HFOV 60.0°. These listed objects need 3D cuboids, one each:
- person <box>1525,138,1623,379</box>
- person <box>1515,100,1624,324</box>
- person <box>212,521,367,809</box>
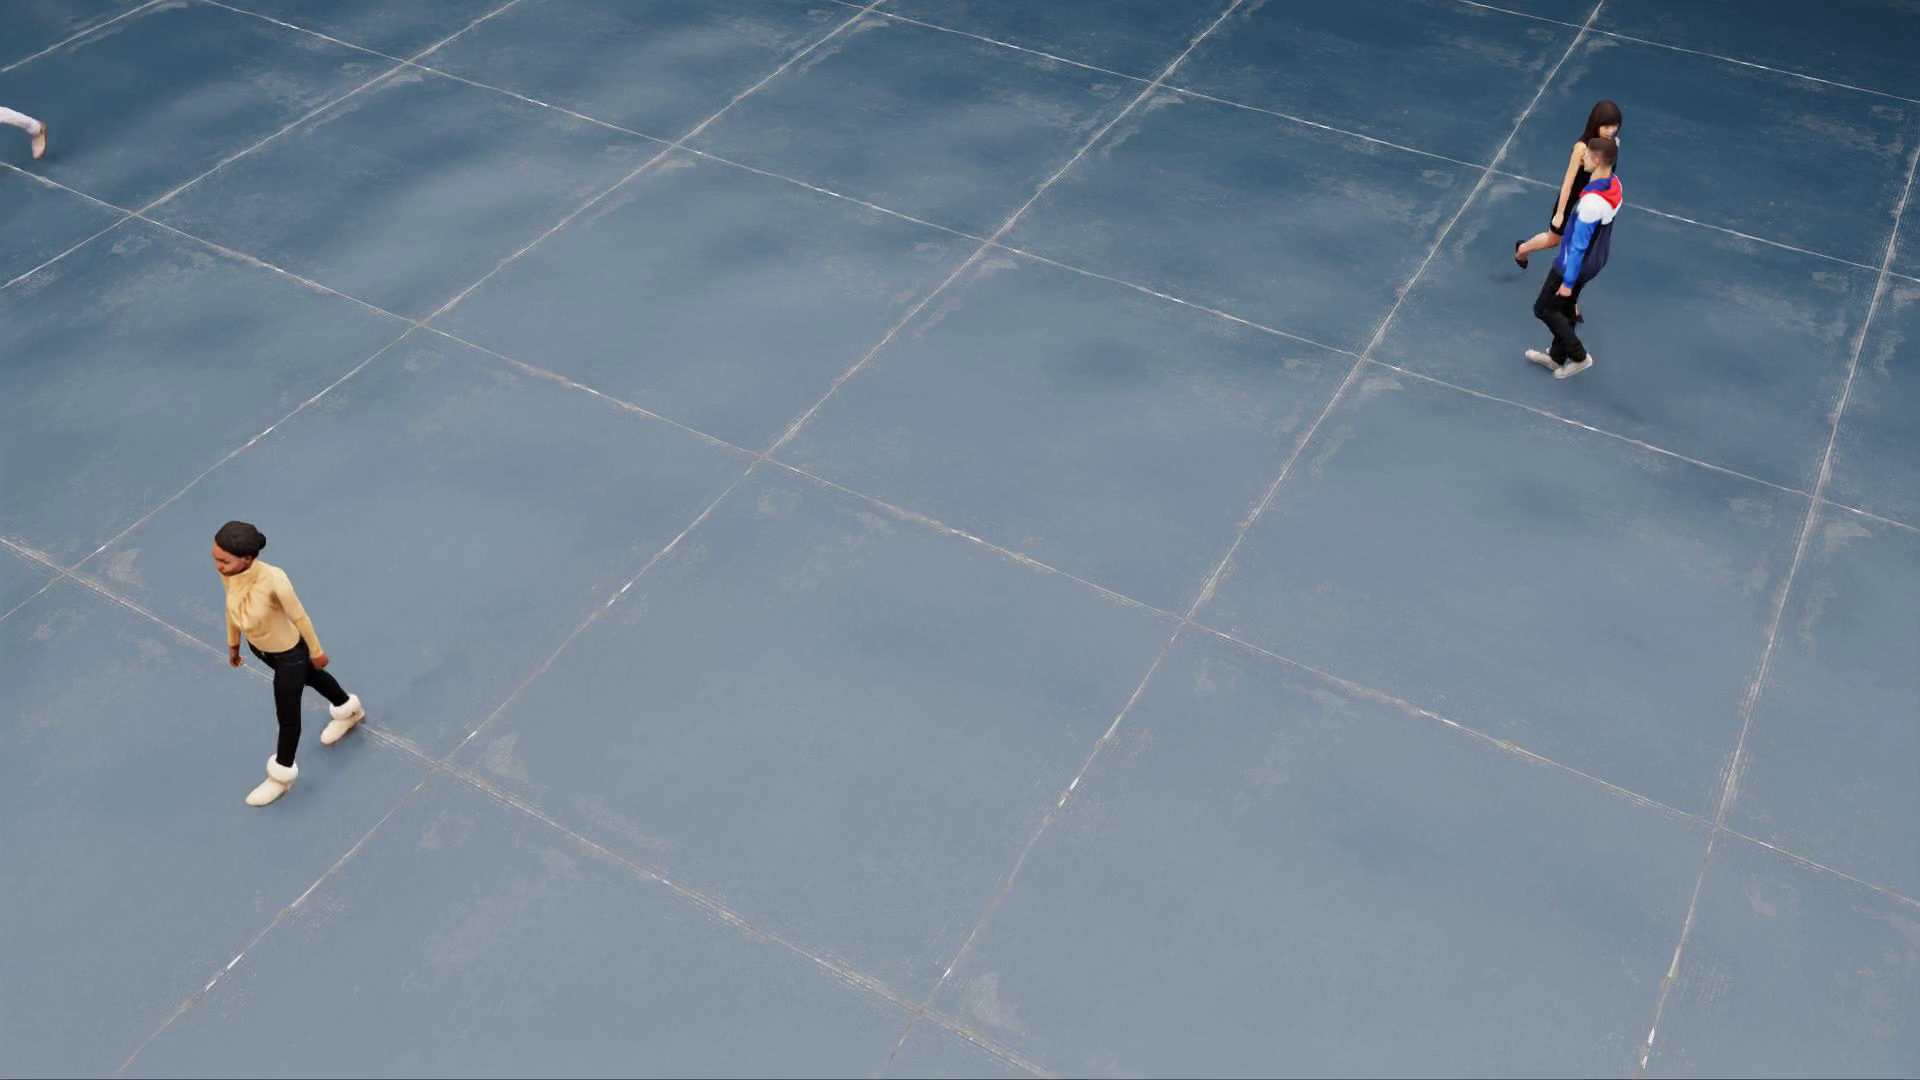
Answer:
[{"bbox_3d":[4.134,-1.788,10.899,0.766,1.744,0.702,29,50,28],"label":"person"},{"bbox_3d":[4.251,-2.359,11.619,1.033,1.619,1.031,-16,45,-17],"label":"person"},{"bbox_3d":[-3.393,0.500,8.471,0.593,1.620,1.029,21,46,21],"label":"person"}]
